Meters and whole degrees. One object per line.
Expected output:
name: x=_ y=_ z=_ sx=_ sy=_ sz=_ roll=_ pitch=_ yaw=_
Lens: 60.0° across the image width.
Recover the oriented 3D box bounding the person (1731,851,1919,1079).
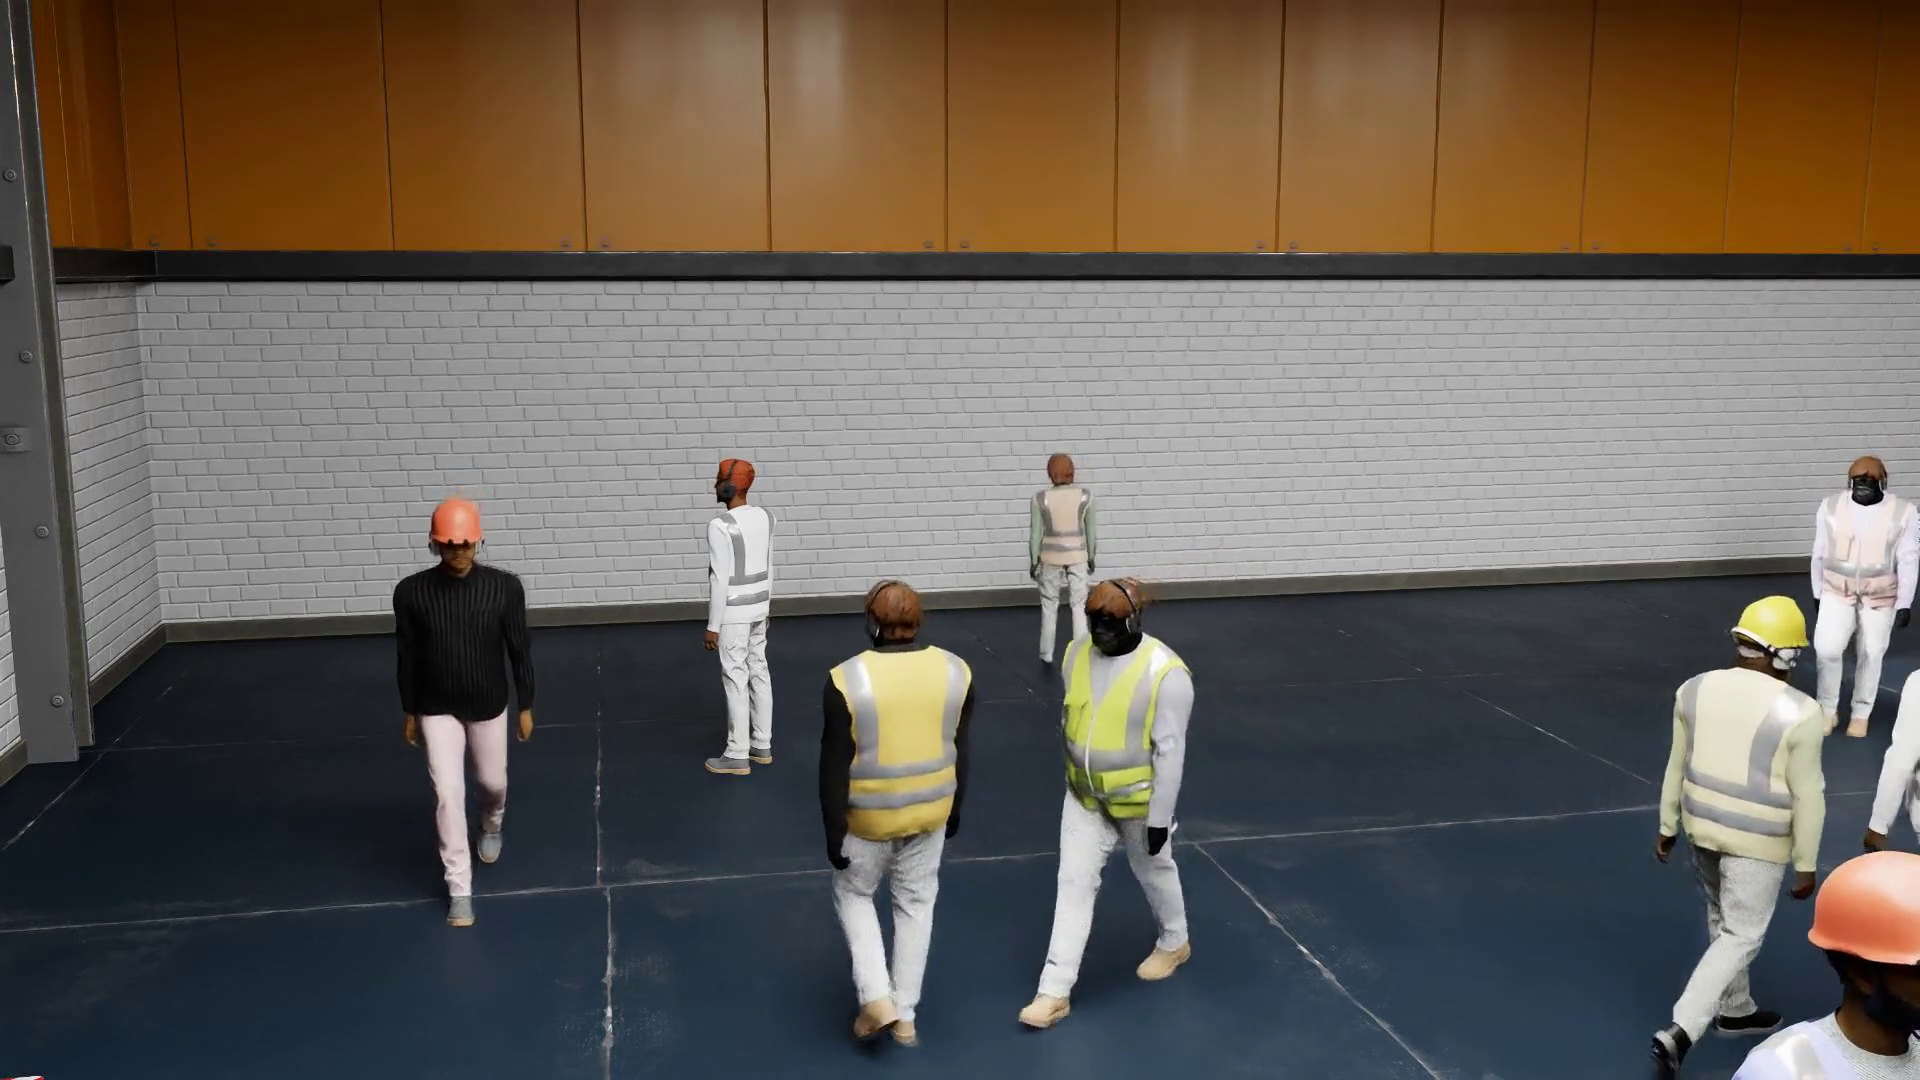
person: x=1.694 y=1.528 z=3.164 sx=0.544 sy=1.943 sz=0.347 roll=-5 pitch=10 yaw=-26

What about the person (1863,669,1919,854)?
person: x=3.795 y=1.059 z=6.371 sx=0.602 sy=1.829 sz=0.976 roll=-2 pitch=9 yaw=-9

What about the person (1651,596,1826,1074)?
person: x=2.870 y=1.101 z=6.230 sx=0.834 sy=1.799 sz=0.616 roll=-5 pitch=10 yaw=-27

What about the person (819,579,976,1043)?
person: x=-0.253 y=1.053 z=6.405 sx=0.638 sy=1.824 sz=0.449 roll=-4 pitch=10 yaw=-22

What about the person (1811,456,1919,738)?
person: x=5.707 y=0.378 z=10.545 sx=0.629 sy=1.817 sz=0.600 roll=6 pitch=11 yaw=34

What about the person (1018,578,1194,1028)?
person: x=0.655 y=1.022 z=6.750 sx=0.632 sy=1.786 sz=0.997 roll=8 pitch=12 yaw=39

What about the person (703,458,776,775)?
person: x=-1.317 y=0.451 z=9.906 sx=0.352 sy=1.884 sz=0.580 roll=5 pitch=11 yaw=28

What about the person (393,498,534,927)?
person: x=-2.349 y=0.745 z=7.914 sx=0.621 sy=1.961 sz=0.917 roll=-3 pitch=10 yaw=-18

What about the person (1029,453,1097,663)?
person: x=0.774 y=0.168 z=12.484 sx=0.522 sy=1.654 sz=0.480 roll=0 pitch=9 yaw=-3
